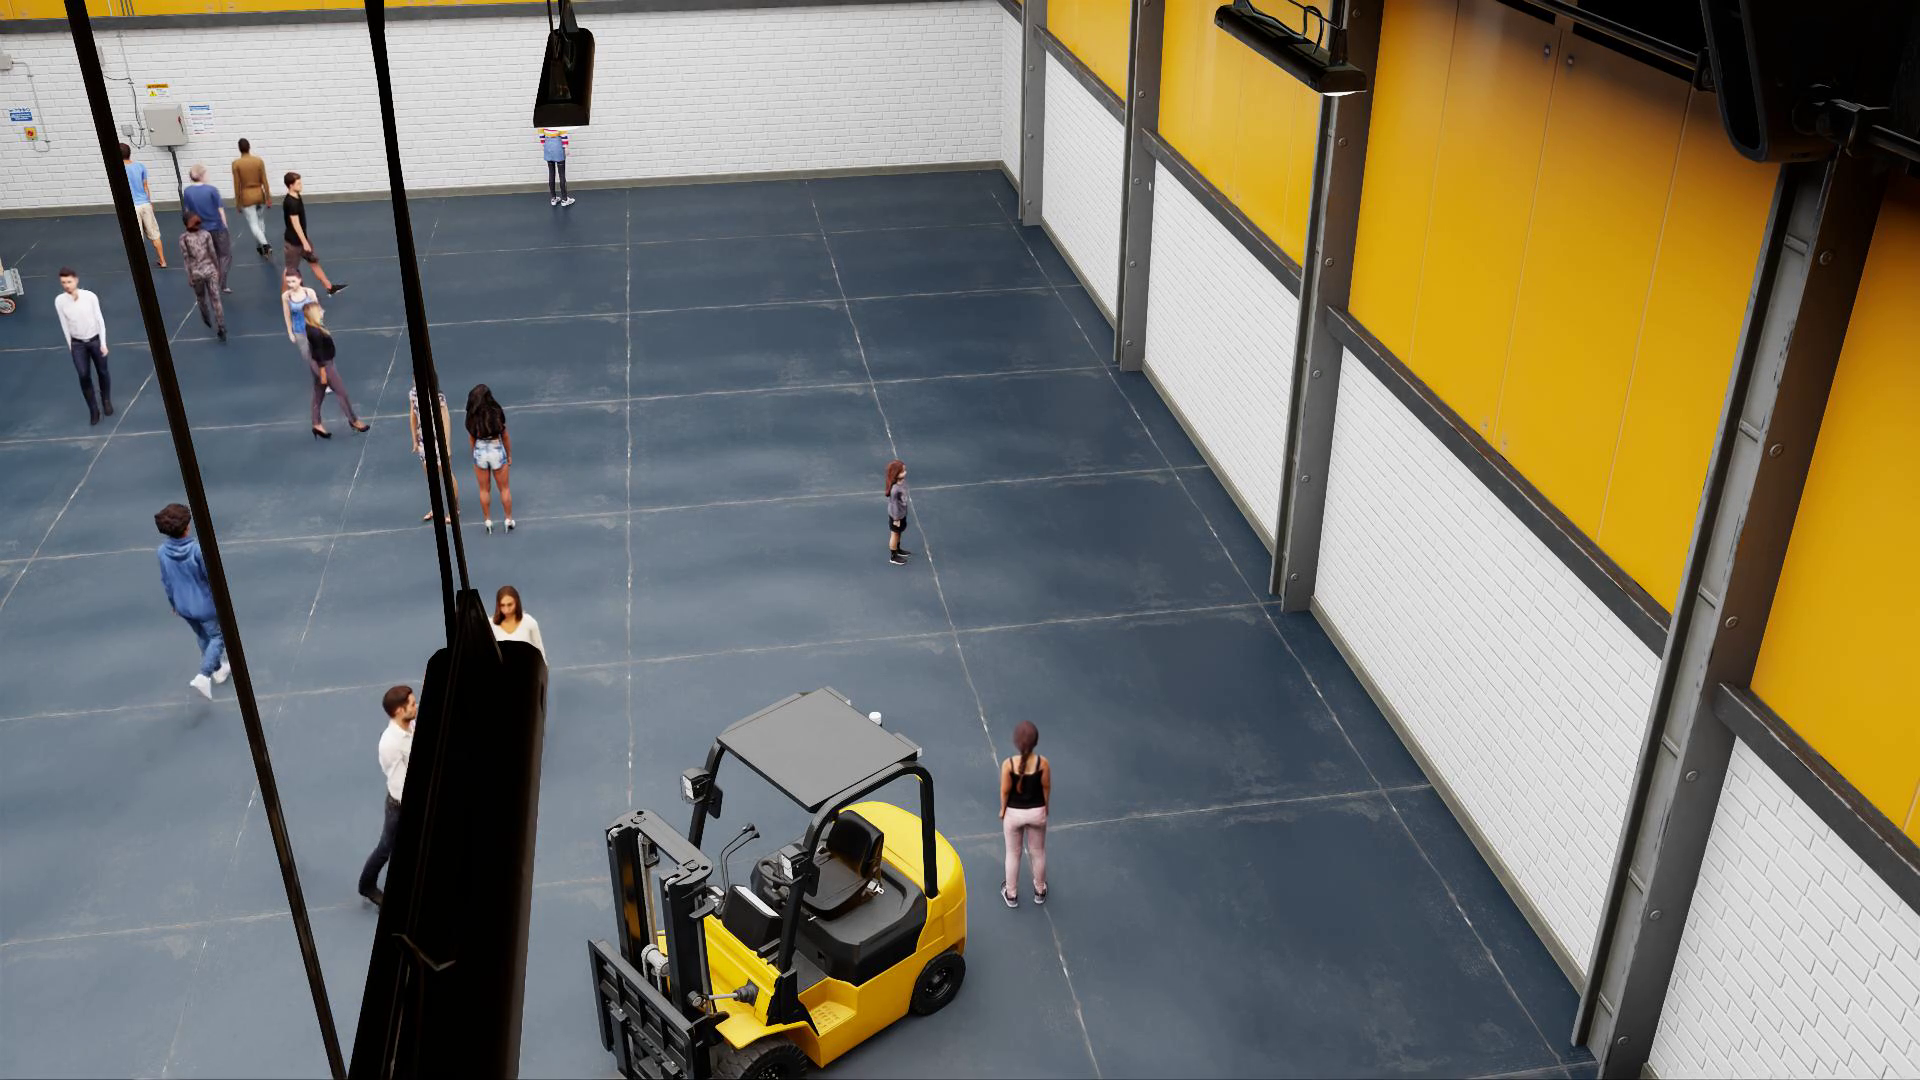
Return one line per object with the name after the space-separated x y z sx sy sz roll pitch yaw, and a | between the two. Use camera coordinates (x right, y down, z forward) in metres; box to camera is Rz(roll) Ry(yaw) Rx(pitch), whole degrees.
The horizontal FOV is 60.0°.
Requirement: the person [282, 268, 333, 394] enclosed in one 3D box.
-7.920 -2.550 20.185 0.612 1.596 0.618 -9 30 -16 | person

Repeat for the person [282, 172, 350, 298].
-9.202 -4.131 22.854 0.733 1.815 1.064 -5 29 -8 | person

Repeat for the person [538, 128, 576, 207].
-6.560 -6.321 26.876 0.720 1.809 0.695 9 30 17 | person

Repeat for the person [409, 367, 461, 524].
-5.447 -1.015 17.227 0.673 1.734 0.679 9 30 16 | person

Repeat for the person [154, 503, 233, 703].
-6.576 0.563 14.276 0.869 1.788 1.061 4 29 8 | person

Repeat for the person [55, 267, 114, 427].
-10.247 -2.355 19.565 0.743 1.846 0.967 -12 31 -21 | person

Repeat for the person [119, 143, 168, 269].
-11.898 -4.821 24.068 0.777 1.864 0.737 22 36 35 | person

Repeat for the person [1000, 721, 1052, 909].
0.471 1.963 11.942 0.538 1.566 0.530 -2 29 -4 | person

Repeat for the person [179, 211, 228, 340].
-9.838 -3.420 21.706 0.902 1.666 1.206 -18 34 -30 | person

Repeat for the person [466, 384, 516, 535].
-4.796 -0.820 16.987 0.552 1.621 0.564 -4 29 -7 | person

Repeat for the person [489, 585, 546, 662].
-3.572 1.077 13.493 0.733 1.636 1.122 -1 29 -3 | person

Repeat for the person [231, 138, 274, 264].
-10.352 -4.962 24.401 0.983 1.793 1.192 -20 35 -33 | person

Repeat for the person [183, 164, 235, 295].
-10.375 -4.269 23.095 0.761 1.826 1.033 -4 29 -8 | person

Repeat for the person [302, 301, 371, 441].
-7.344 -1.900 18.936 0.880 1.650 0.897 -20 34 -32 | person

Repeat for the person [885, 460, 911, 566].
-0.620 -0.302 16.575 0.591 1.106 0.474 6 29 10 | person
